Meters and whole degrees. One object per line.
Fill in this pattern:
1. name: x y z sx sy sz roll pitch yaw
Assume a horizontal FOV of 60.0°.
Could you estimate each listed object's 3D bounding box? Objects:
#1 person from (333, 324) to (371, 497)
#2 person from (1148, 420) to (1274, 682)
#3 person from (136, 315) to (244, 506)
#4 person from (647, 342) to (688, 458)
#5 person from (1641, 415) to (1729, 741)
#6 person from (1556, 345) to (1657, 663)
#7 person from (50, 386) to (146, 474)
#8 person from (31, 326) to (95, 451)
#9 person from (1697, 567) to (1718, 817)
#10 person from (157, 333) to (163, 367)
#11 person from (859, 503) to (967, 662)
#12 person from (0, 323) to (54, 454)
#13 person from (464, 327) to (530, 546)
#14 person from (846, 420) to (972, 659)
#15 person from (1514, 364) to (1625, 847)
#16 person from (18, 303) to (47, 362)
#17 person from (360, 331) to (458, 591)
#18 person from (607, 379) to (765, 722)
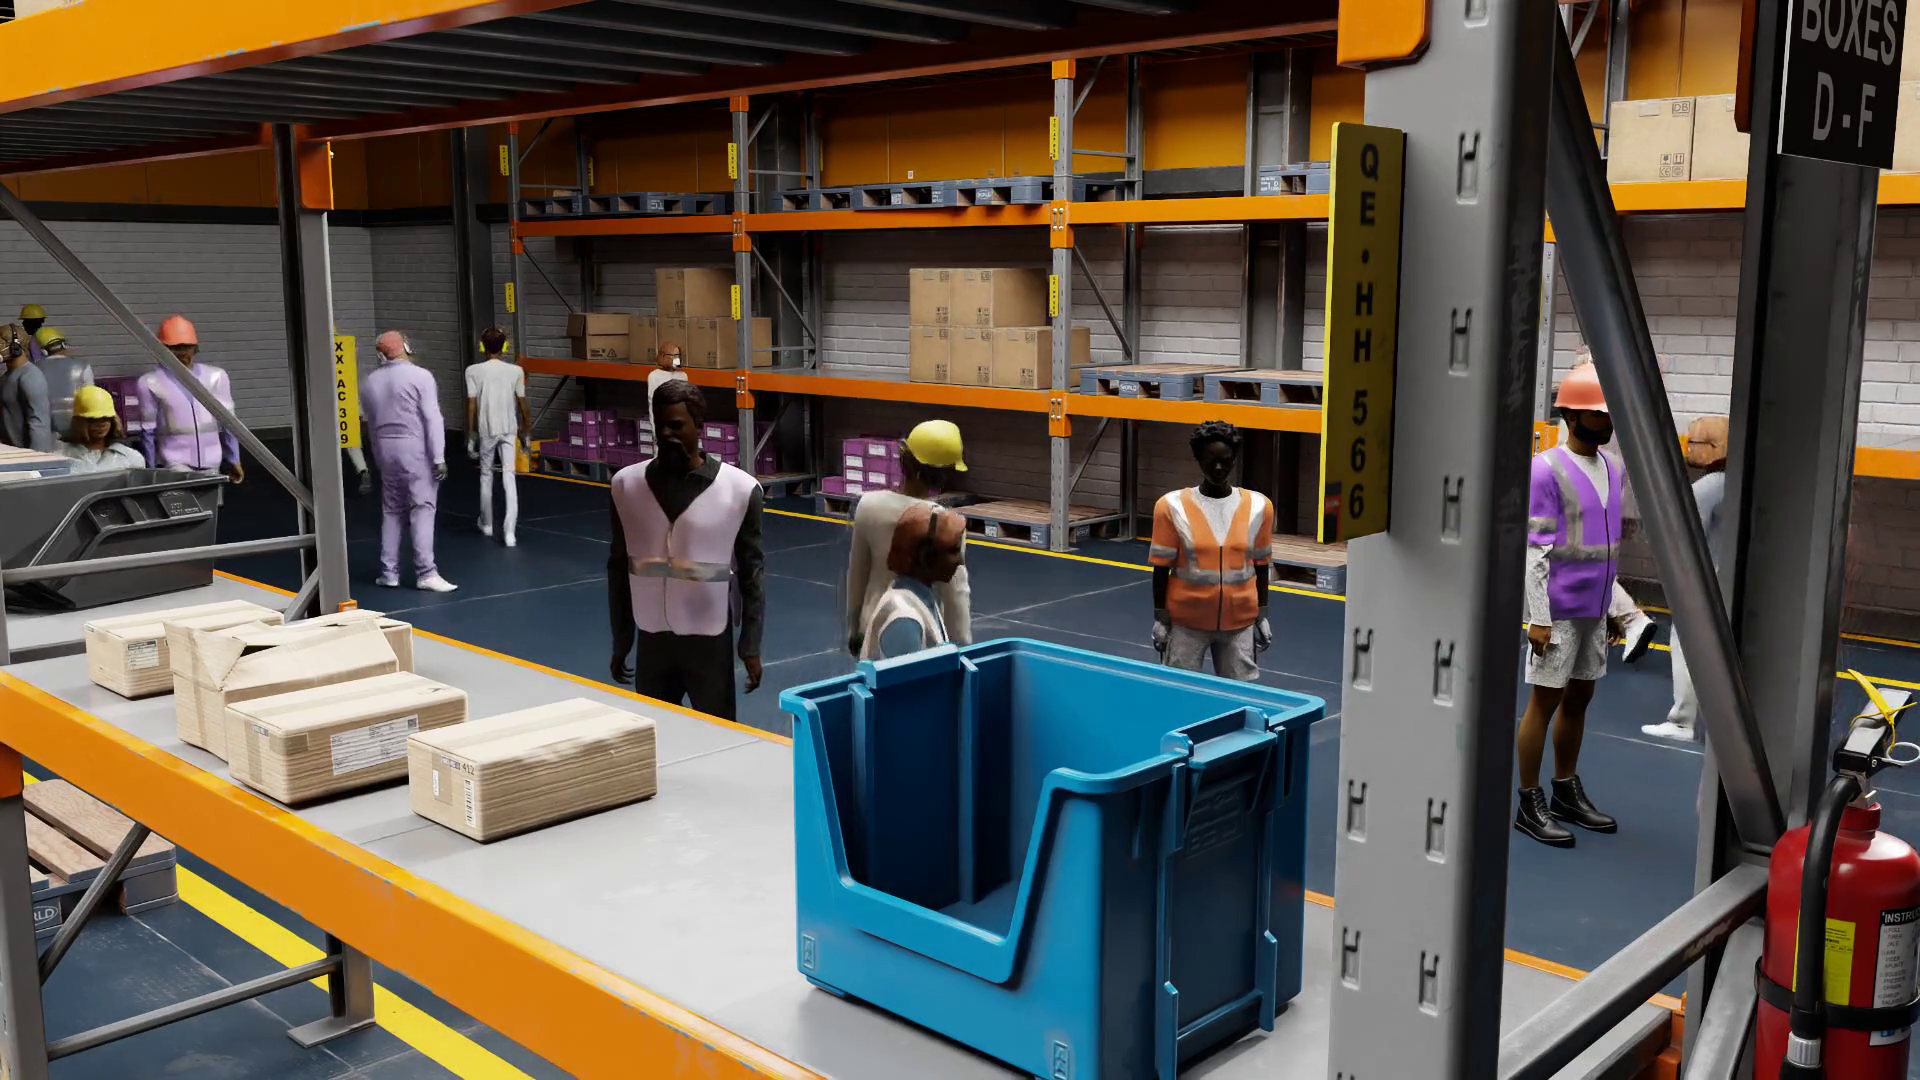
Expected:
1. person: -6.214 -1.294 16.677 0.599 1.806 0.736 -8 12 -41
2. person: 1.054 0.339 6.986 0.539 1.695 0.319 -1 9 -5
3. person: -5.451 -0.584 11.730 0.610 2.005 0.999 -8 13 -42
4. person: -2.772 -1.075 15.876 0.276 1.629 0.498 7 12 38
5. person: 3.673 0.206 8.039 0.511 1.614 0.550 -8 12 -39
6. person: 3.640 -0.174 9.549 0.646 1.888 0.591 -8 12 -40
7. person: -4.305 0.087 8.429 0.737 1.713 0.512 9 13 43
8. person: -8.170 -1.047 15.191 0.626 1.794 0.488 -3 10 -18
9. person: 2.611 0.488 5.465 0.437 1.904 0.658 5 10 27
10. person: -9.464 -1.751 19.982 0.272 1.636 0.507 -7 11 -36
11. person: -0.192 0.686 5.108 0.428 1.622 0.520 1 9 4
12. person: -6.543 -0.539 11.633 0.373 1.940 0.629 -9 13 -44
13. person: -3.937 -0.893 14.158 0.539 1.818 0.960 -4 10 -21
14. person: -0.195 0.405 6.510 0.643 1.726 0.354 6 11 32
15. person: 2.498 0.259 6.739 0.545 1.938 0.355 -6 11 -34
16. person: -10.321 -1.688 18.705 0.383 1.928 0.588 -2 10 -14
17. person: -3.942 -0.564 12.002 0.752 1.875 0.394 4 10 25
18. person: -1.010 0.362 6.169 0.588 1.920 0.398 2 9 9
